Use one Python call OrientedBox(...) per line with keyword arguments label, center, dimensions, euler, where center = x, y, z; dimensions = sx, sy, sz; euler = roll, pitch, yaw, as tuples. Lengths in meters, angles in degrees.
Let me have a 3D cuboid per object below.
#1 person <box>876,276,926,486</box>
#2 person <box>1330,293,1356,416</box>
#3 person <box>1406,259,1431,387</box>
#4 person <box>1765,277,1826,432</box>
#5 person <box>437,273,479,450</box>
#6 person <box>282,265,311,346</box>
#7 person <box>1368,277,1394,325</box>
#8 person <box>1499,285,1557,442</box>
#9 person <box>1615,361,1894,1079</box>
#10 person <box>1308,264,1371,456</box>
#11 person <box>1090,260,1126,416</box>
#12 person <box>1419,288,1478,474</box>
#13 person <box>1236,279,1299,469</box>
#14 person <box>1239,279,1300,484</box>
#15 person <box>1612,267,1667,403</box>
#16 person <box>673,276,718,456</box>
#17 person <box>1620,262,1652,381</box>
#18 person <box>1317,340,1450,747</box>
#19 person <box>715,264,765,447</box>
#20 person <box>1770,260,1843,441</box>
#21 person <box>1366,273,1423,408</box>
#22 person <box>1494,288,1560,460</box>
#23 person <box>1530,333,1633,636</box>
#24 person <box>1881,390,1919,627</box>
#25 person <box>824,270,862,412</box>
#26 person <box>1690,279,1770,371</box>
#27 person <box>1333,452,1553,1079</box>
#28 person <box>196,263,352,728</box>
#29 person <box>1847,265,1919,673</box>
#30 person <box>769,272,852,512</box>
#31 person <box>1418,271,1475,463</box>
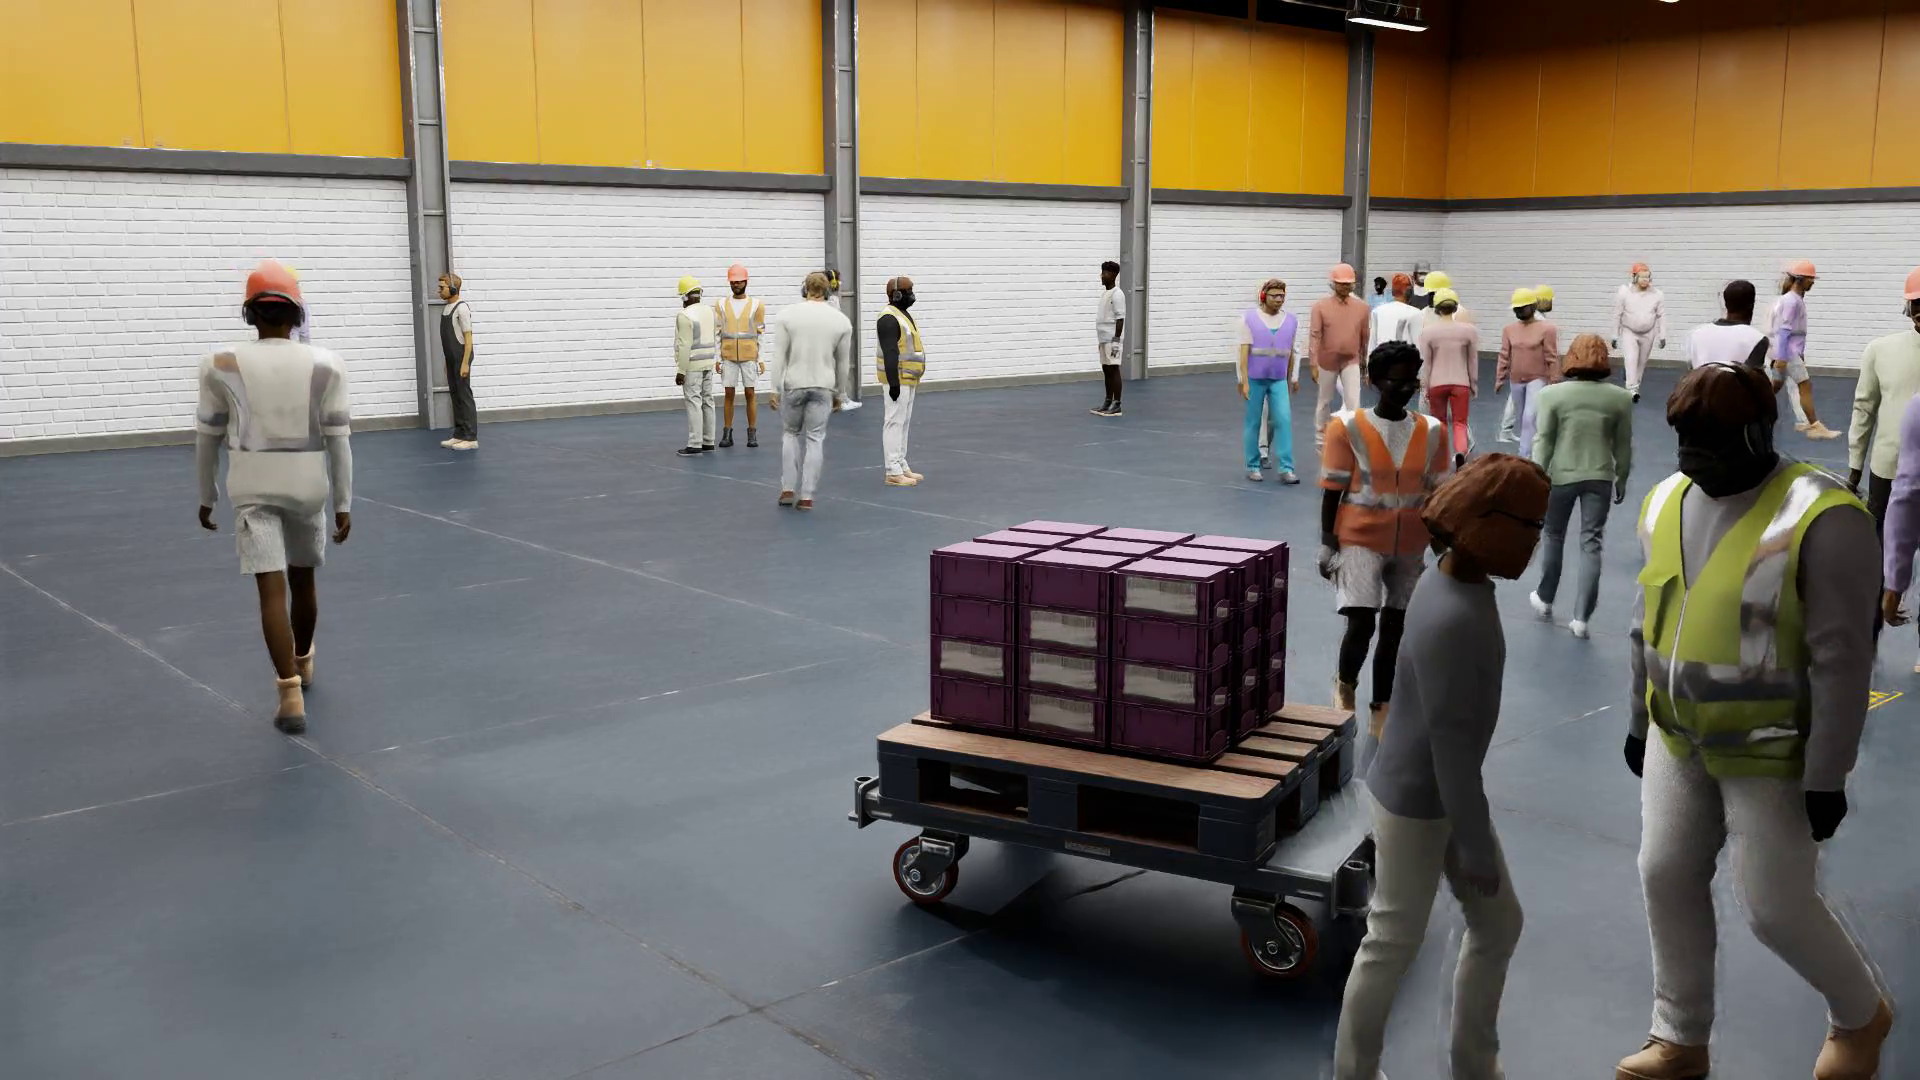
OrientedBox(label="person", center=(-0.518, -1.406, 14.749), dimensions=(0.429, 1.846, 0.625), euler=(2, 10, 11))
OrientedBox(label="person", center=(4.803, -2.460, 20.894), dimensions=(0.392, 1.856, 0.532), euler=(6, 11, 32))
OrientedBox(label="person", center=(6.734, -3.175, 24.526), dimensions=(0.674, 2.000, 1.012), euler=(2, 10, 9))
OrientedBox(label="person", center=(9.570, -2.144, 19.282), dimensions=(0.922, 1.802, 0.631), euler=(3, 10, 19))
OrientedBox(label="person", center=(-5.271, -1.865, 17.428), dimensions=(0.328, 1.844, 0.511), euler=(-7, 12, -37))
OrientedBox(label="person", center=(-7.029, -1.924, 17.534), dimensions=(0.362, 1.928, 0.587), euler=(-3, 10, -15))
OrientedBox(label="person", center=(7.534, -3.903, 29.933), dimensions=(0.891, 1.646, 0.545), euler=(-8, 12, -39))
OrientedBox(label="person", center=(6.293, -1.895, 18.011), dimensions=(0.875, 1.698, 0.507), euler=(0, 10, -2))
OrientedBox(label="person", center=(1.925, 0.465, 3.980), dimensions=(0.684, 1.805, 0.684), euler=(-4, 10, -22))
OrientedBox(label="person", center=(3.785, -1.760, 16.532), dimensions=(0.654, 1.938, 1.001), euler=(0, 10, -1))
OrientedBox(label="person", center=(1.898, -2.559, 21.135), dimensions=(0.361, 1.965, 0.613), euler=(-2, 10, -14))
OrientedBox(label="person", center=(4.354, -1.372, 14.822), dimensions=(0.545, 1.737, 0.589), euler=(2, 10, 9))
OrientedBox(label="person", center=(2.972, -1.620, 16.119), dimensions=(0.595, 1.807, 0.836), euler=(0, 10, 1))
OrientedBox(label="person", center=(2.753, -1.386, 14.726), dimensions=(0.571, 1.809, 0.854), euler=(-2, 10, -9))
OrientedBox(label="person", center=(9.373, -2.807, 22.893), dimensions=(0.676, 1.852, 0.976), euler=(1, 10, 8))
OrientedBox(label="person", center=(-2.696, -1.757, 16.865), dimensions=(0.403, 1.823, 0.586), euler=(5, 11, 25))
OrientedBox(label="person", center=(10.876, -3.479, 26.664), dimensions=(0.580, 1.915, 0.678), euler=(-1, 10, -5))
OrientedBox(label="person", center=(1.734, 0.030, 6.778), dimensions=(0.554, 1.684, 0.366), euler=(-2, 10, -9))
OrientedBox(label="person", center=(-2.334, -1.944, 17.620), dimensions=(0.542, 1.939, 0.366), euler=(0, 10, 0))
OrientedBox(label="person", center=(9.245, -2.101, 18.449), dimensions=(1.044, 1.977, 0.621), euler=(5, 11, 27))
OrientedBox(label="person", center=(4.207, -1.586, 15.755), dimensions=(0.786, 1.852, 0.598), euler=(-6, 11, -31))
OrientedBox(label="person", center=(5.166, -1.434, 15.247), dimensions=(0.834, 1.720, 0.553), euler=(-9, 13, -42))
OrientedBox(label="person", center=(3.362, -0.322, 9.079), dimensions=(0.531, 1.599, 0.789), euler=(2, 10, 10))
OrientedBox(label="person", center=(3.357, 0.144, 5.431), dimensions=(0.444, 1.925, 0.657), euler=(-9, 13, -43))
OrientedBox(label="person", center=(-1.565, -2.560, 21.498), dimensions=(0.865, 1.837, 0.547), euler=(-5, 11, -25))
OrientedBox(label="person", center=(5.162, -0.838, 11.346), dimensions=(1.002, 1.877, 0.593), euler=(-6, 11, -30))
OrientedBox(label="person", center=(1.131, 0.597, 3.686), dimensions=(0.614, 1.605, 0.519), euler=(5, 11, 25))
OrientedBox(label="person", center=(-3.020, -0.216, 7.365), dimensions=(0.633, 1.991, 1.045), euler=(-5, 11, -27))
OrientedBox(label="person", center=(4.654, -0.345, 8.093), dimensions=(0.622, 1.992, 0.393), euler=(7, 12, 37))
OrientedBox(label="person", center=(-1.196, -1.186, 13.303), dimensions=(0.667, 1.894, 0.675), euler=(-2, 10, -10))
OrientedBox(label="person", center=(4.698, -1.648, 16.073), dimensions=(0.825, 1.891, 0.607), euler=(-8, 13, -40))
